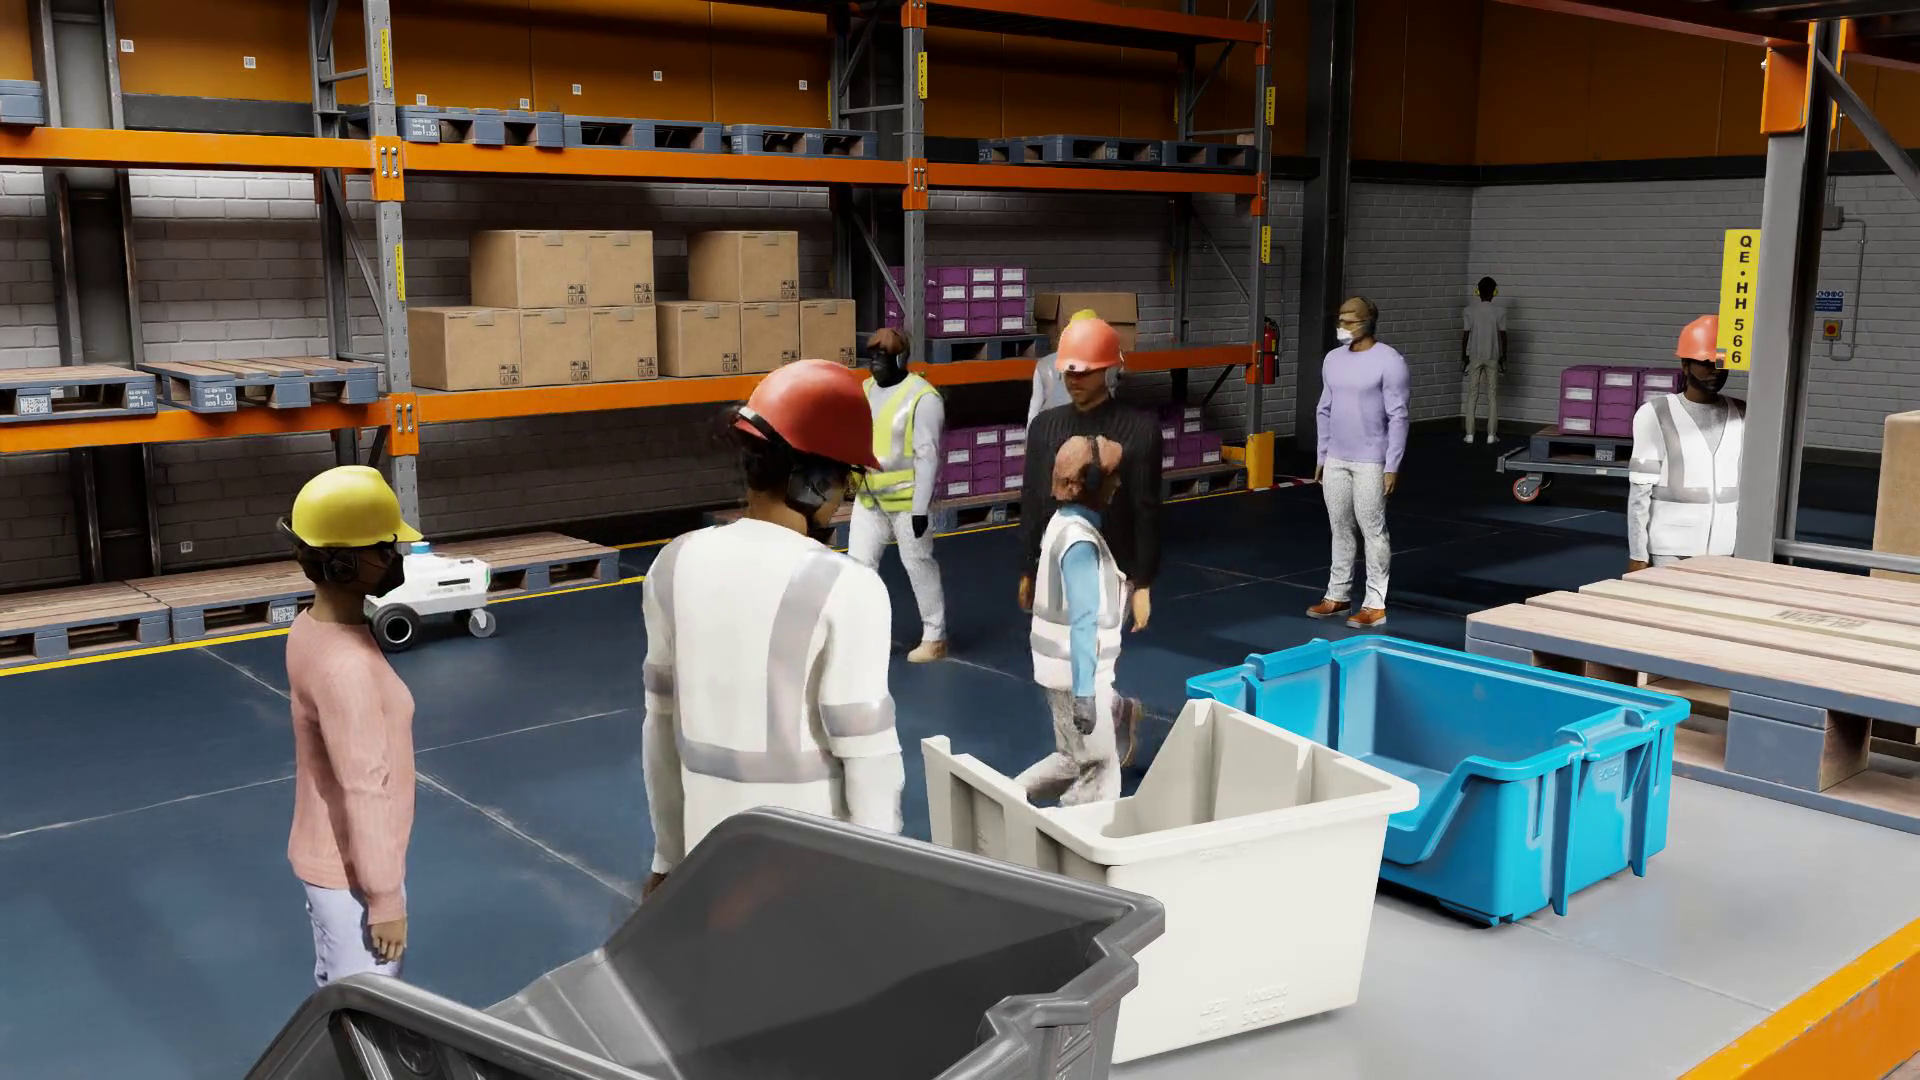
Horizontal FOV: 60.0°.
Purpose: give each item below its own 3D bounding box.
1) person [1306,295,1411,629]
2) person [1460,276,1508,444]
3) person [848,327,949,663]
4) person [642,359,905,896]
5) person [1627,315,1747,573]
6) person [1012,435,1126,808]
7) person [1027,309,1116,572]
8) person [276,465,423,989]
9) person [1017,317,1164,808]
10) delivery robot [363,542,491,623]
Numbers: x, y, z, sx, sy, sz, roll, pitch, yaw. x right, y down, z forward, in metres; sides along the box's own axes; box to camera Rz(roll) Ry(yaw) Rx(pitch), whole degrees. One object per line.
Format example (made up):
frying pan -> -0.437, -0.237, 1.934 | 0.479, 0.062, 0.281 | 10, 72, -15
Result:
person -> 2.330, -0.456, 9.732 | 0.351, 1.936, 0.634 | -7, 12, -34
person -> 5.875, -2.010, 18.635 | 0.510, 1.870, 0.328 | 3, 11, 19
person -> -0.404, -0.204, 8.728 | 0.650, 1.798, 0.869 | 9, 14, 41
person -> -0.409, 0.652, 3.325 | 0.649, 2.032, 0.609 | 8, 13, 38
person -> 3.107, 0.021, 7.057 | 0.552, 1.937, 0.356 | -1, 10, -7
person -> 0.322, 0.456, 5.537 | 0.599, 1.619, 0.539 | 0, 10, -1
person -> 0.747, -0.658, 11.283 | 0.620, 1.799, 0.638 | 3, 11, 17
person -> -1.303, 0.715, 3.657 | 0.310, 1.768, 0.533 | -6, 12, -29
person -> 0.525, 0.106, 6.527 | 0.636, 1.963, 0.846 | 8, 13, 36
delivery robot -> -3.022, 0.254, 9.360 | 0.707, 0.478, 0.477 | -8, 13, -36
